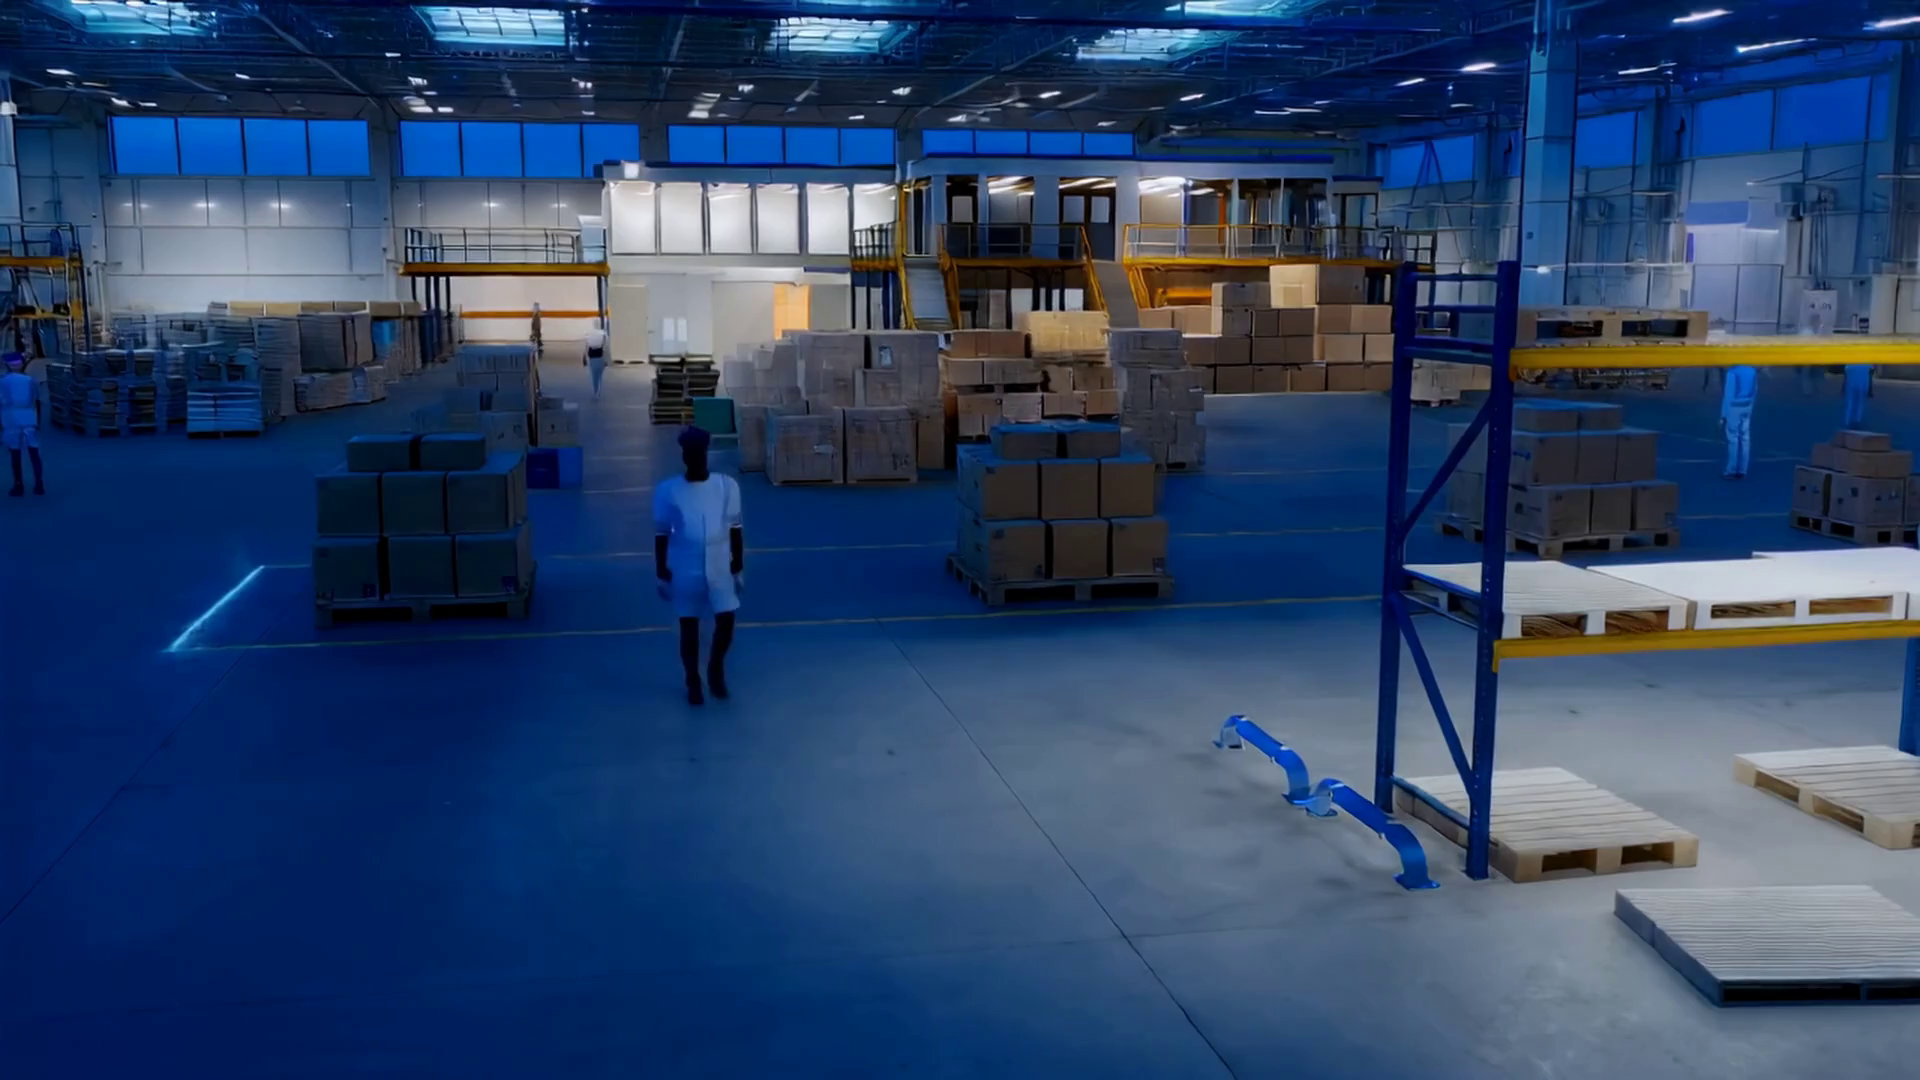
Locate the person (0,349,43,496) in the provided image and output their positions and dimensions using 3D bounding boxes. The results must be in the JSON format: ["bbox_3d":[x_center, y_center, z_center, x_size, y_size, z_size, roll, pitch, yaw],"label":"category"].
[{"bbox_3d":[-12.387,-1.540,21.902,0.366,1.930,0.542,8,12,41],"label":"person"}]

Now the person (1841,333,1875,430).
[{"bbox_3d":[15.841,-2.719,29.314,0.518,1.856,0.461,7,11,35],"label":"person"}]

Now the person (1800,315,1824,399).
[{"bbox_3d":[19.361,-4.142,37.747,0.650,1.928,0.543,-3,10,-16],"label":"person"}]

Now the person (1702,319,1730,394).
[{"bbox_3d":[17.947,-4.345,39.431,0.953,1.799,0.634,-7,12,-38],"label":"person"}]

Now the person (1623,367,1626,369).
[{"bbox_3d":[17.319,-5.192,44.145,1.022,1.947,0.620,-1,9,-8],"label":"person"}]

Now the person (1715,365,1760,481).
[{"bbox_3d":[10.979,-1.778,23.489,0.575,1.885,0.355,-4,10,-21],"label":"person"}]

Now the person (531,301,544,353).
[{"bbox_3d":[-14.837,-7.460,58.266,0.347,1.843,0.512,-9,13,-42],"label":"person"}]

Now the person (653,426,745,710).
[{"bbox_3d":[-1.755,0.194,11.268,0.629,1.944,0.447,-3,10,-19],"label":"person"}]

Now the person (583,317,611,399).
[{"bbox_3d":[-8.318,-4.164,38.085,0.604,1.875,1.008,2,9,9],"label":"person"}]

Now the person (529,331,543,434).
[{"bbox_3d":[-7.636,-2.822,29.947,0.330,1.861,0.503,-5,11,-29],"label":"person"}]
